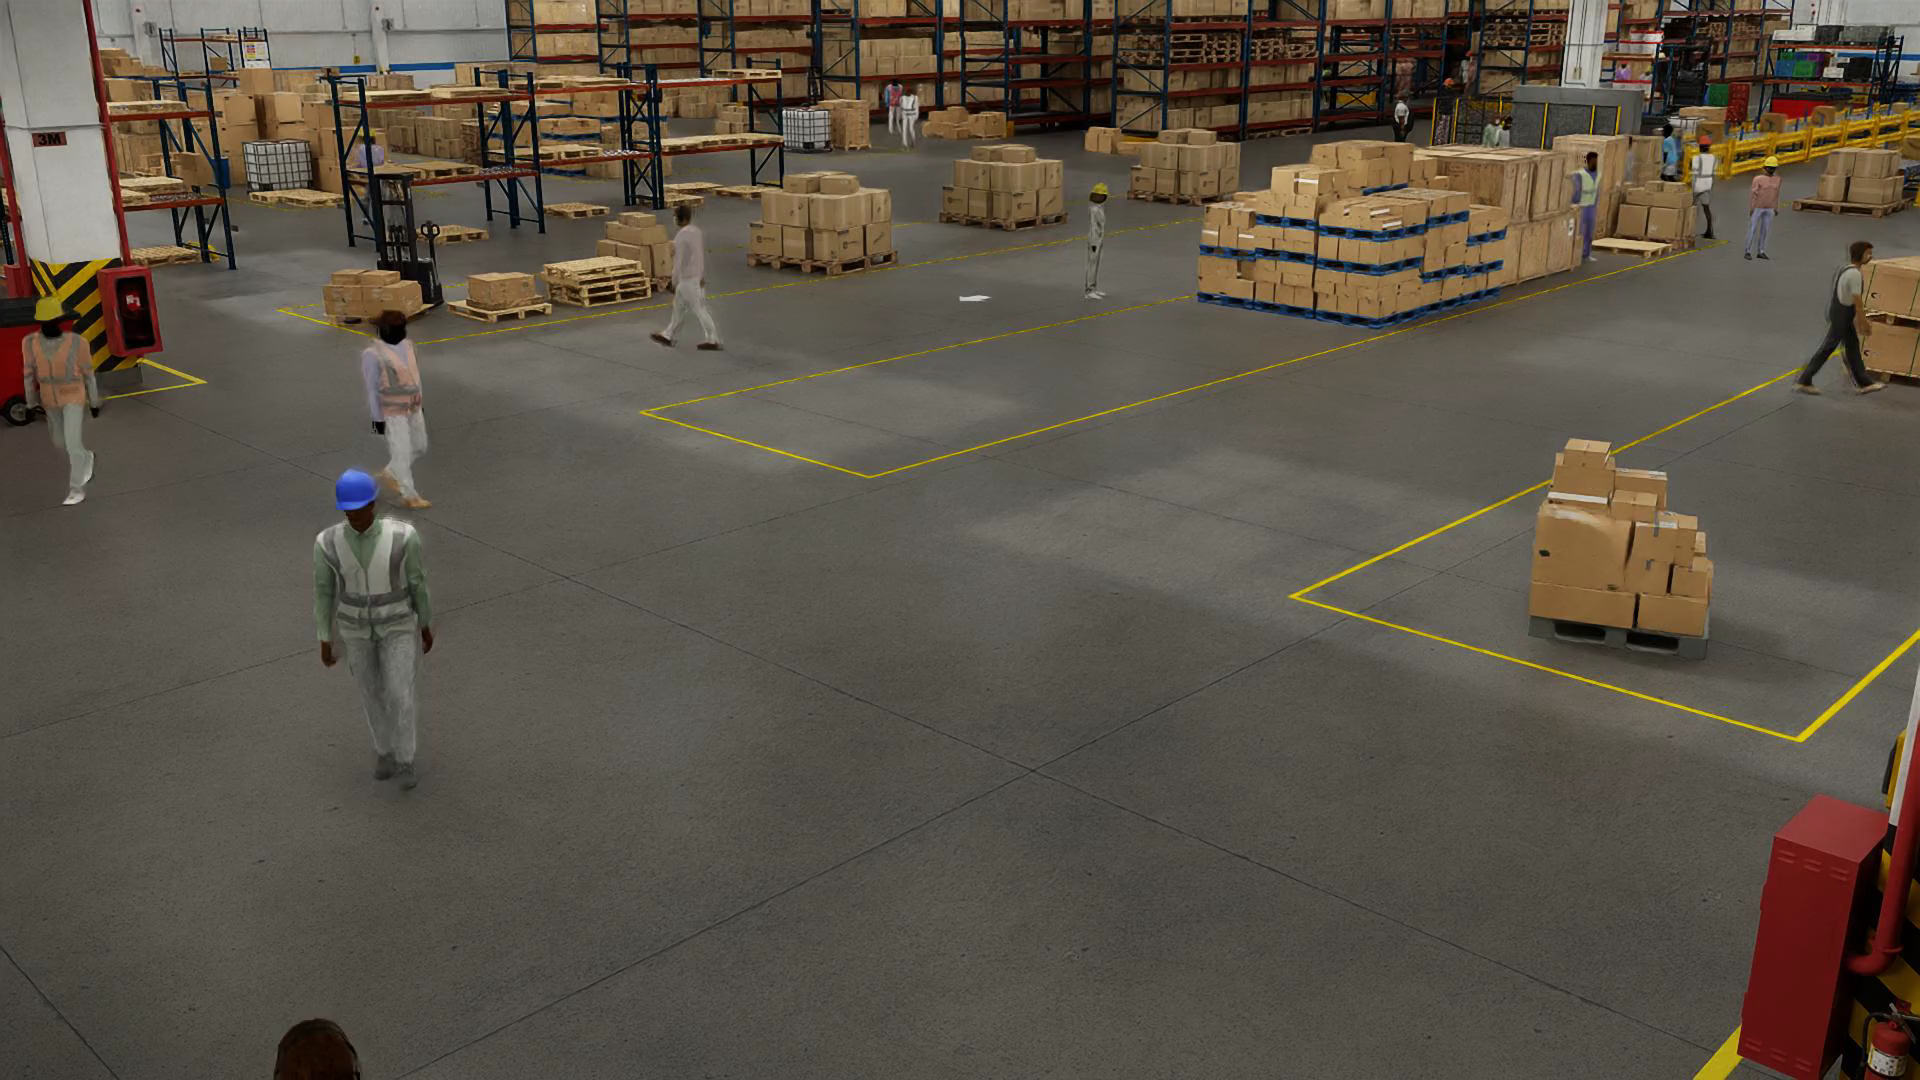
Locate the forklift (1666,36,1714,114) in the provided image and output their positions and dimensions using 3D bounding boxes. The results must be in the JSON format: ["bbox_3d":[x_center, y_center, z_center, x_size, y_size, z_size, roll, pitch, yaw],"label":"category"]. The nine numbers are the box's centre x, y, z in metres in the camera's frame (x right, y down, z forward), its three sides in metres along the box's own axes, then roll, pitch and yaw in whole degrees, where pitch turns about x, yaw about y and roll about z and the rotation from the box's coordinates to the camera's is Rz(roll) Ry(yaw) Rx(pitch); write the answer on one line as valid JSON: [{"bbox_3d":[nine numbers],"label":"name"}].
[{"bbox_3d":[27.341,-17.291,61.877,1.129,2.768,1.873,17,25,41],"label":"forklift"}]

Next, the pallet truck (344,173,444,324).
[{"bbox_3d":[-8.209,-4.181,23.757,0.823,1.965,1.885,3,19,9],"label":"pallet truck"}]

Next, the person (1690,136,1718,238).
[{"bbox_3d":[14.041,-6.684,31.471,0.566,1.892,0.988,-4,19,-12],"label":"person"}]

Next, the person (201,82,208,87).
[{"bbox_3d":[-24.806,-14.273,54.773,0.541,1.591,0.831,-7,20,-21],"label":"person"}]

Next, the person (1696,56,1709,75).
[{"bbox_3d":[32.692,-20.472,73.306,0.539,1.698,0.319,7,20,20],"label":"person"}]

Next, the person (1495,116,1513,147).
[{"bbox_3d":[11.963,-8.417,36.730,0.520,1.865,0.332,-17,25,-41],"label":"person"}]

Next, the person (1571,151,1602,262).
[{"bbox_3d":[10.738,-5.773,28.732,0.610,1.894,0.696,-11,21,-31],"label":"person"}]

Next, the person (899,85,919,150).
[{"bbox_3d":[-1.483,-12.395,48.722,0.613,1.862,0.619,4,19,12],"label":"person"}]

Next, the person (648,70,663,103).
[{"bbox_3d":[-10.334,-14.963,56.381,0.588,1.911,0.399,8,20,22],"label":"person"}]

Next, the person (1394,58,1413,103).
[{"bbox_3d":[18.193,-18.834,68.108,0.669,1.884,0.421,-6,19,-16],"label":"person"}]

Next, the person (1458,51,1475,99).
[{"bbox_3d":[21.548,-19.722,70.583,1.004,2.011,0.603,-17,25,-41],"label":"person"}]

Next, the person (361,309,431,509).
[{"bbox_3d":[-5.102,-1.182,14.995,0.546,1.827,0.650,7,20,21],"label":"person"}]

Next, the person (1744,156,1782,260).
[{"bbox_3d":[13.958,-5.756,28.866,0.524,1.769,0.314,-2,18,-7],"label":"person"}]

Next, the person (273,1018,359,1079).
[{"bbox_3d":[-1.818,2.190,4.859,0.631,1.808,0.818,-12,22,-32],"label":"person"}]

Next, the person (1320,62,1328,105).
[{"bbox_3d":[14.619,-18.397,67.093,0.661,1.676,0.548,5,19,16],"label":"person"}]

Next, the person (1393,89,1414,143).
[{"bbox_3d":[11.614,-10.786,43.589,0.535,2.000,0.674,2,18,7],"label":"person"}]

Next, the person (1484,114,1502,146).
[{"bbox_3d":[13.120,-9.686,40.963,0.507,1.605,0.795,-3,19,-10],"label":"person"}]

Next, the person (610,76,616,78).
[{"bbox_3d":[-11.915,-15.211,57.567,0.314,1.629,0.509,-16,24,-39],"label":"person"}]

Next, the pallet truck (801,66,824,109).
[{"bbox_3d":[-4.812,-15.182,56.903,0.823,1.965,1.885,-9,21,-26],"label":"pallet truck"}]

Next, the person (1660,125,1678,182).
[{"bbox_3d":[15.688,-8.347,36.853,0.597,1.649,0.539,12,22,31],"label":"person"}]

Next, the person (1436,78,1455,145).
[{"bbox_3d":[14.403,-12.667,49.326,0.612,1.997,0.375,-14,23,-37],"label":"person"}]

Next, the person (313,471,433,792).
[{"bbox_3d":[-3.410,0.542,9.637,0.639,1.922,0.664,-3,19,-8],"label":"person"}]

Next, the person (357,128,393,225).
[{"bbox_3d":[-11.780,-7.274,33.273,0.602,1.882,0.984,2,19,7],"label":"person"}]

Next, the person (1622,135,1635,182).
[{"bbox_3d":[12.676,-6.827,31.957,0.548,1.852,0.390,-14,23,-36],"label":"person"}]

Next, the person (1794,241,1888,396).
[{"bbox_3d":[10.211,-2.523,19.083,0.989,1.793,0.533,7,20,21],"label":"person"}]

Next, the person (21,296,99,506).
[{"bbox_3d":[-8.218,-1.325,15.311,0.581,1.901,0.809,0,18,-1],"label":"person"}]

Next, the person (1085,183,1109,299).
[{"bbox_3d":[2.093,-4.537,25.242,0.323,1.736,0.485,5,19,14],"label":"person"}]

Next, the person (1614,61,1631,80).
[{"bbox_3d":[25.945,-17.860,65.143,0.548,1.902,0.960,17,25,42],"label":"person"}]

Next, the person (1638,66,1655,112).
[{"bbox_3d":[25.363,-16.616,61.554,0.604,1.778,0.936,9,20,26],"label":"person"}]

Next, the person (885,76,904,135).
[{"bbox_3d":[-2.082,-13.984,53.536,0.633,1.841,0.429,-7,20,-20],"label":"person"}]

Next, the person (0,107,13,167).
[{"bbox_3d":[-24.523,-10.528,43.035,0.638,1.910,0.890,-14,23,-37],"label":"person"}]

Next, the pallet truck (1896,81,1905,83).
[{"bbox_3d":[34.802,-16.331,61.455,0.653,1.274,1.630,17,25,41],"label":"pallet truck"}]

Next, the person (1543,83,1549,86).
[{"bbox_3d":[18.051,-13.209,51.374,0.521,1.729,0.808,17,25,41],"label":"person"}]

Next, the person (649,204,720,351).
[{"bbox_3d":[-3.594,-3.394,21.558,1.003,1.882,0.651,3,19,9],"label":"person"}]

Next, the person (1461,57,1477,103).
[{"bbox_3d":[21.023,-18.920,68.397,0.990,1.846,0.648,-7,19,-19],"label":"person"}]
